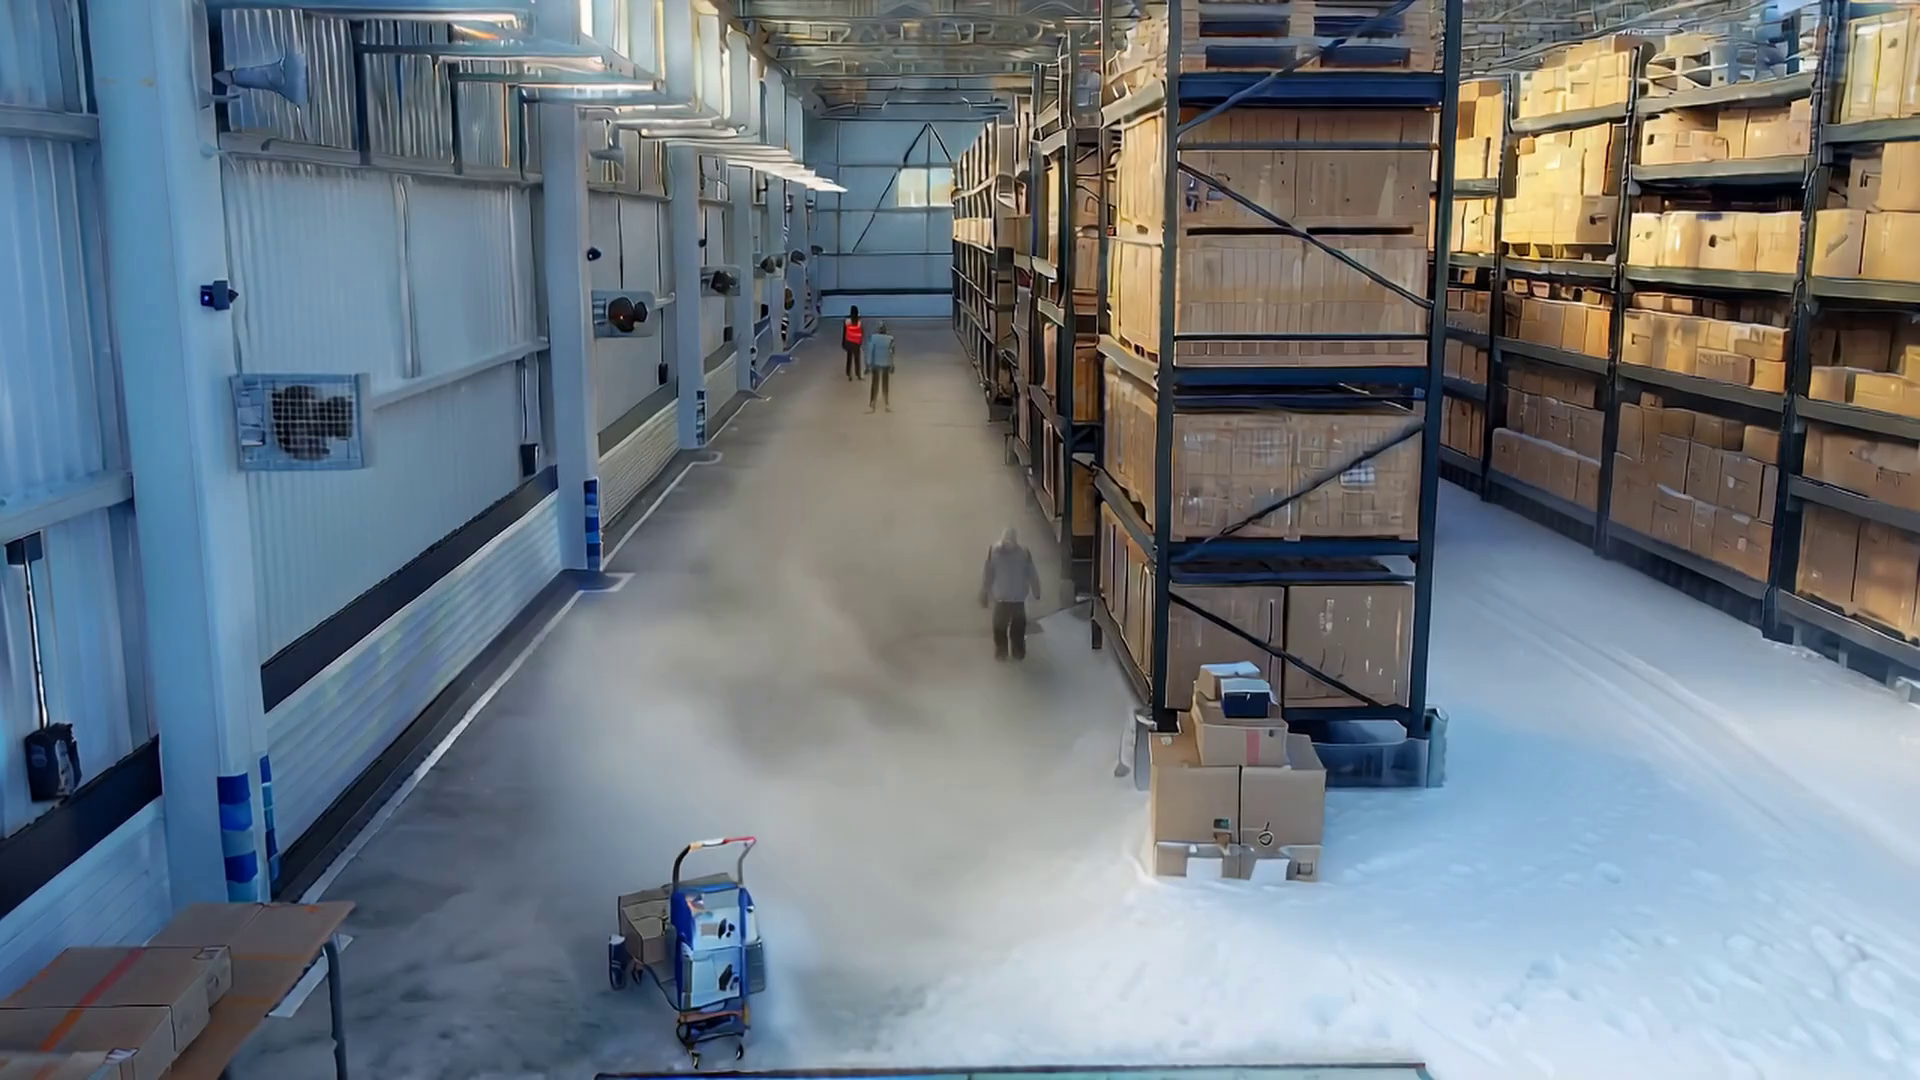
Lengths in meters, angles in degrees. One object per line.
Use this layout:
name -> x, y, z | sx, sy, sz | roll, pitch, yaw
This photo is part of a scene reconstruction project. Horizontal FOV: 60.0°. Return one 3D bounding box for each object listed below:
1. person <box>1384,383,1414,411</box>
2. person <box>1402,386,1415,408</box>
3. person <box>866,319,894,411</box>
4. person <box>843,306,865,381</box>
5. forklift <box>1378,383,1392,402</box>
person -> 8.792, -3.261, 33.431 | 0.832, 1.879, 0.647 | -1, 11, -7
person -> 8.966, -3.110, 32.817 | 0.684, 1.813, 0.594 | -2, 11, -11
person -> -1.712, -3.747, 35.683 | 0.621, 1.986, 0.411 | -3, 11, -14
person -> -2.726, -5.030, 42.561 | 0.589, 1.911, 0.387 | -8, 13, -35
forklift -> 5.387, -1.668, 22.527 | 1.129, 2.768, 1.873 | 0, 11, -2
